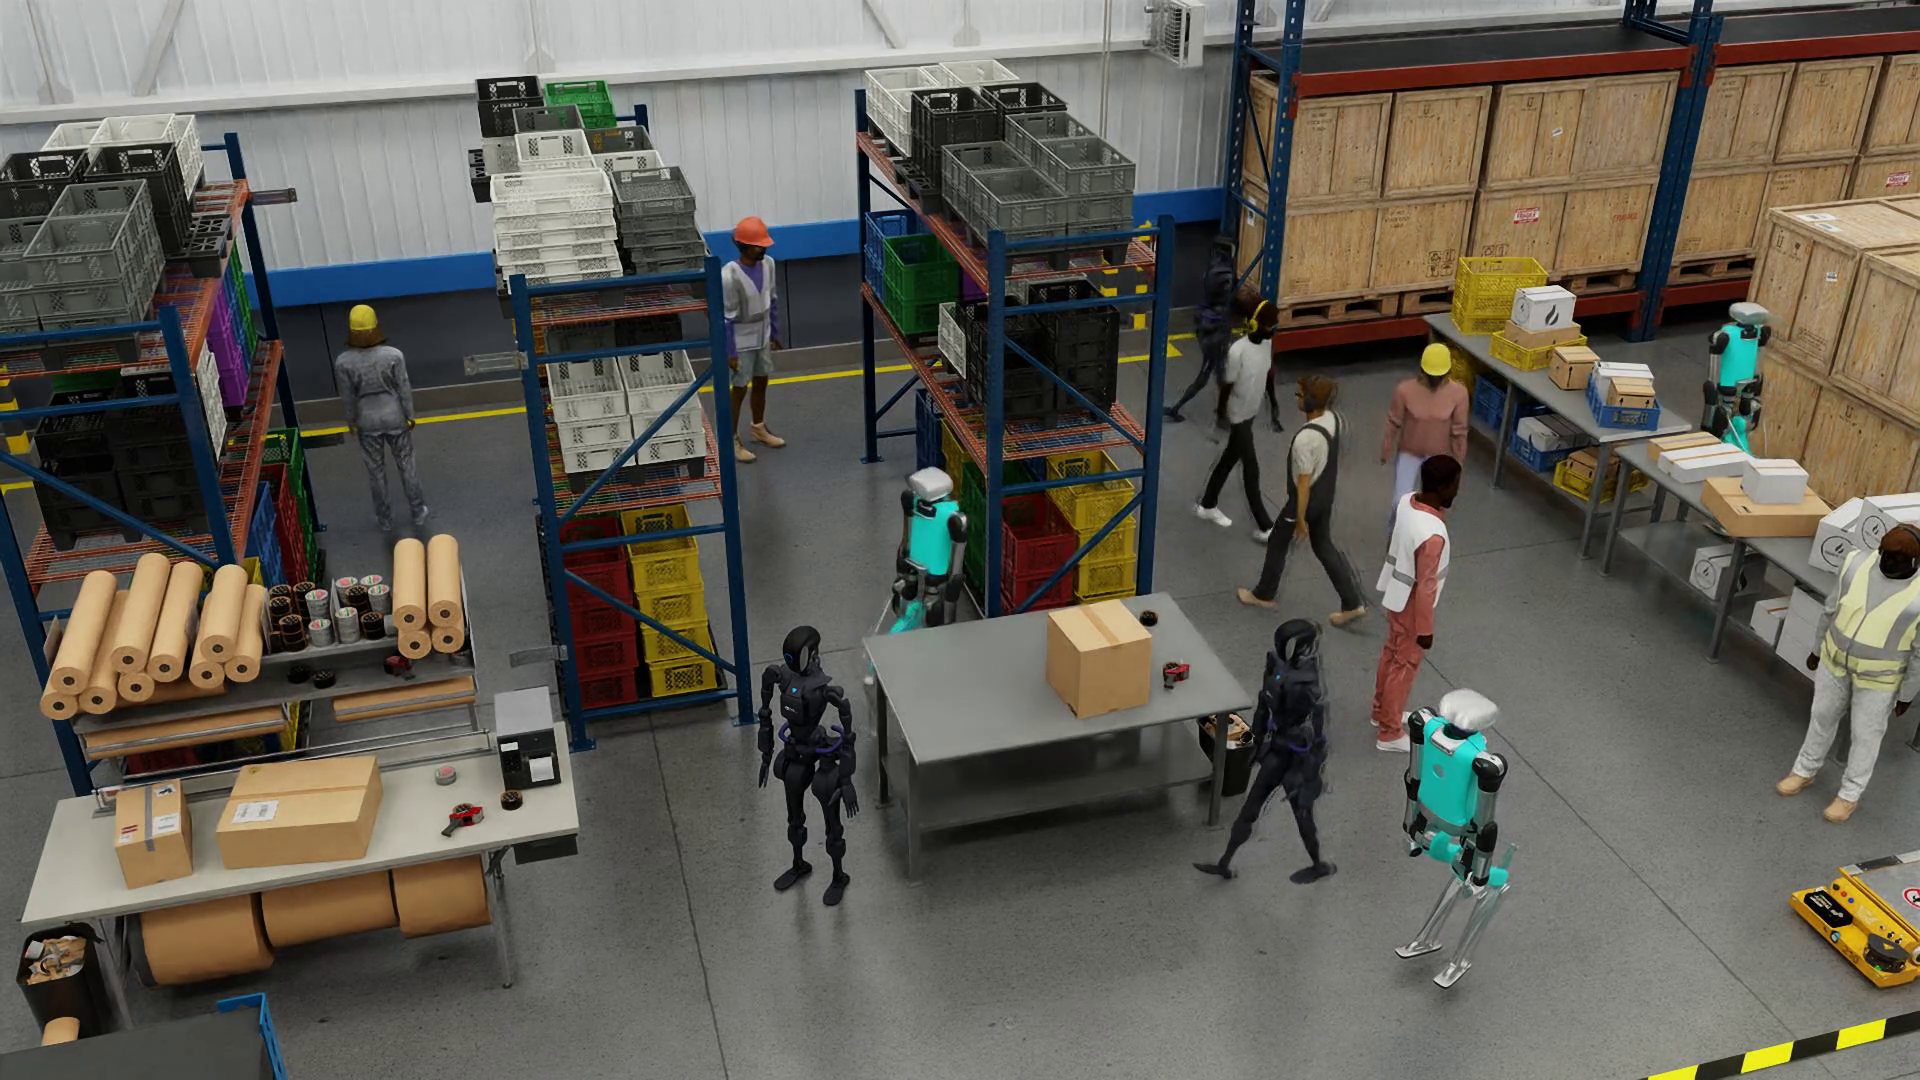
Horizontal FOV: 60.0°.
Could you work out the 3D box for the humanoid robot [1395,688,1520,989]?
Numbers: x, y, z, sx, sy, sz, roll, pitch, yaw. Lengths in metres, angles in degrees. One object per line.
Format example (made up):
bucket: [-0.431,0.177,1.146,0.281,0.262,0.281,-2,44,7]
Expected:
humanoid robot: [2.469,1.386,7.981,0.735,1.673,0.533,-17,33,-27]

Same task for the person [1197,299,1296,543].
person: [2.171,-0.859,12.103,0.943,1.821,0.502,21,35,33]

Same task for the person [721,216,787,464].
person: [-1.638,-1.594,13.247,0.439,2.030,0.621,20,34,31]

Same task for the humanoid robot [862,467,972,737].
humanoid robot: [-0.343,0.487,9.756,0.788,1.789,0.532,-23,36,-36]

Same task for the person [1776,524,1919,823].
person: [5.015,0.721,9.231,0.429,1.834,0.632,-17,33,-28]

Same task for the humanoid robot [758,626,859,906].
humanoid robot: [-0.769,1.159,8.575,0.599,1.657,0.315,14,32,24]

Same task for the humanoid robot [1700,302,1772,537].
humanoid robot: [5.718,-0.750,12.105,0.542,1.879,0.764,-13,31,-22]

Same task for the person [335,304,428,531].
person: [-4.274,-0.901,12.270,0.492,1.740,0.322,-10,30,-18]

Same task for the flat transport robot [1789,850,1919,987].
flat transport robot: [5.163,1.916,8.676,1.431,0.231,0.659,-8,30,-14]

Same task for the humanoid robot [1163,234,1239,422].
humanoid robot: [2.082,-1.771,13.963,0.728,1.640,0.608,-5,29,-8]

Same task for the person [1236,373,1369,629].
person: [2.359,-0.253,11.023,0.900,1.816,0.516,23,36,35]

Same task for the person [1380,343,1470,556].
person: [3.254,-0.586,11.693,0.557,1.747,0.436,3,29,5]

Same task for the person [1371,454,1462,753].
person: [2.659,0.370,9.788,0.400,1.911,0.585,1,29,1]

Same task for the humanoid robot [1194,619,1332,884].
humanoid robot: [1.677,1.156,8.641,0.777,1.628,0.595,-11,31,-20]

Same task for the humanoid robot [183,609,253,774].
humanoid robot: [-3.942,1.047,8.864,0.782,1.643,0.608,-25,37,-38]
